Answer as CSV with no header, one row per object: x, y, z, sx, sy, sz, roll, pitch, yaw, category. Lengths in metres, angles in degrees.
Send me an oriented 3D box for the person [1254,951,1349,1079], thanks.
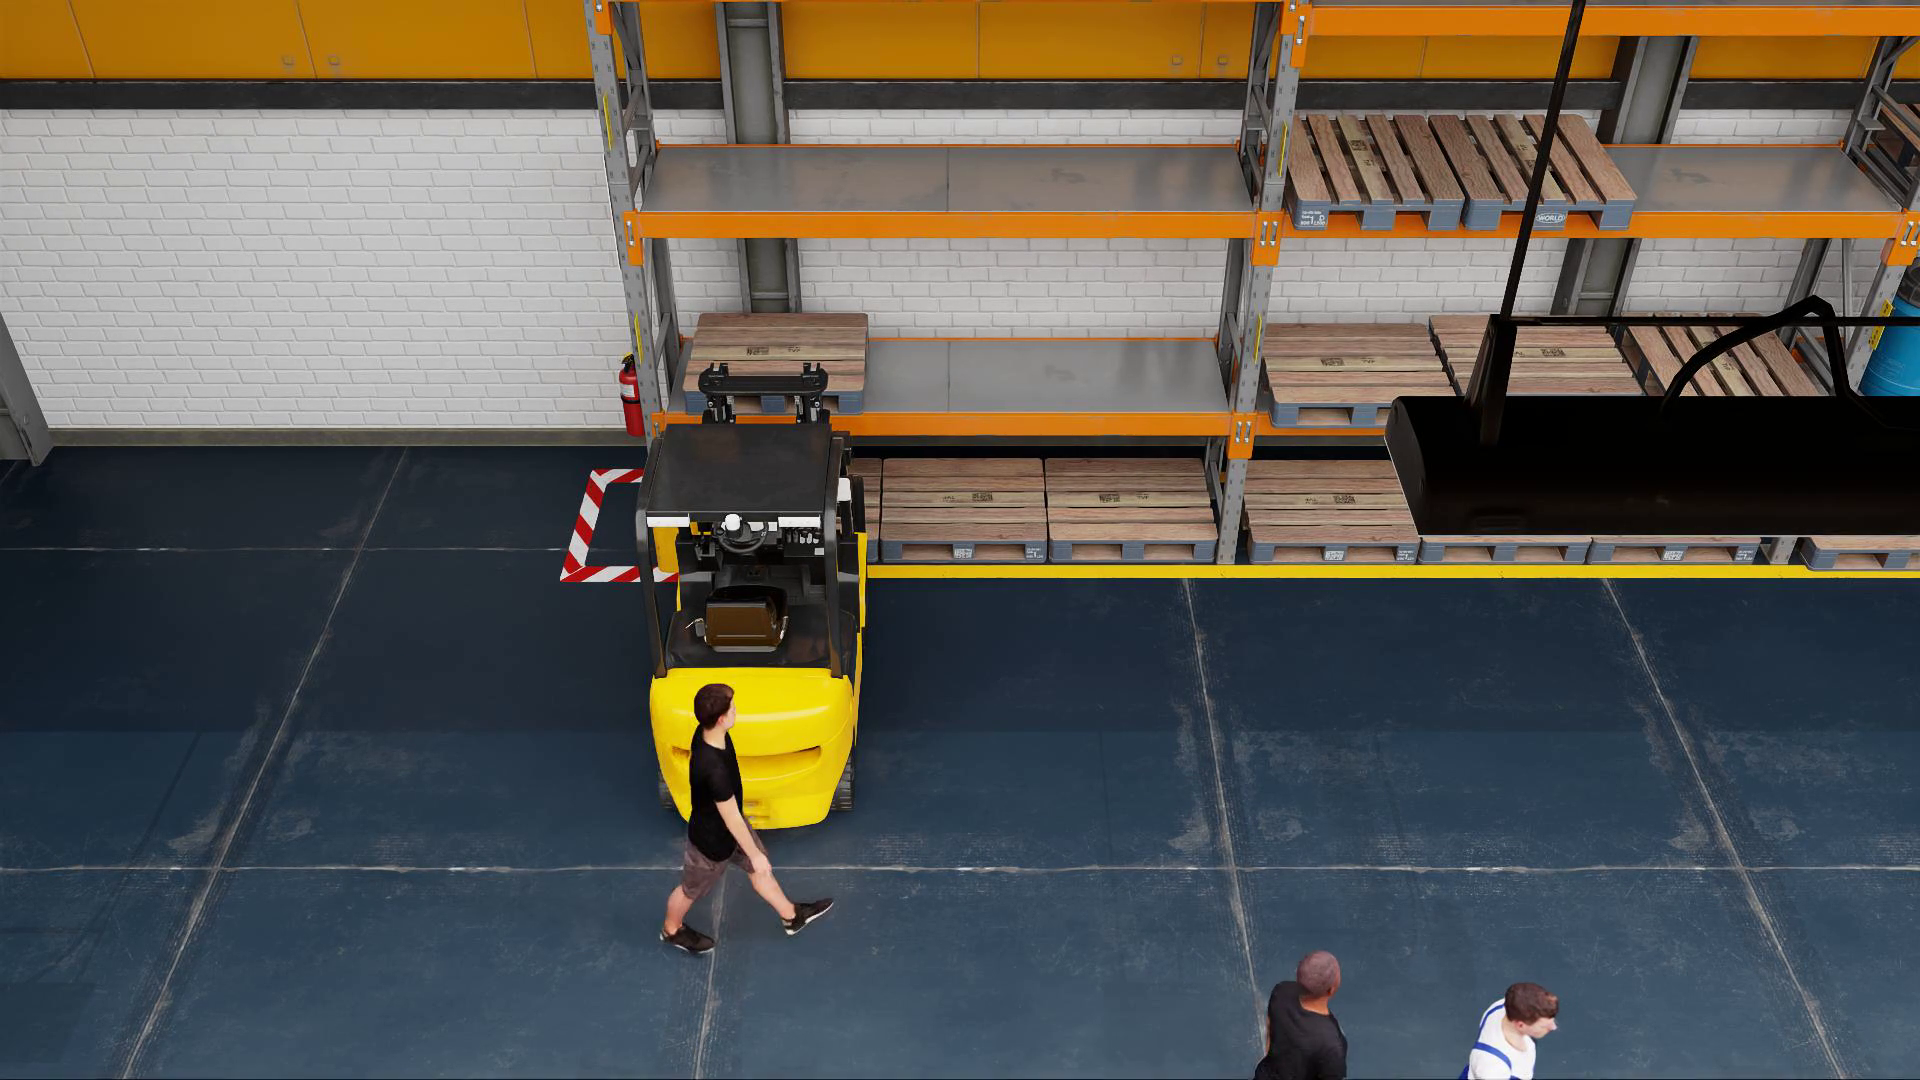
1.453,2.583,7.579,1.097,1.777,0.924,-13,40,-15,person

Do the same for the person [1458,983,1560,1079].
2.352,2.576,7.531,0.695,1.848,0.695,16,41,19,person

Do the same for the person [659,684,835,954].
-1.378,1.557,8.848,1.195,1.797,0.725,0,39,-1,person
